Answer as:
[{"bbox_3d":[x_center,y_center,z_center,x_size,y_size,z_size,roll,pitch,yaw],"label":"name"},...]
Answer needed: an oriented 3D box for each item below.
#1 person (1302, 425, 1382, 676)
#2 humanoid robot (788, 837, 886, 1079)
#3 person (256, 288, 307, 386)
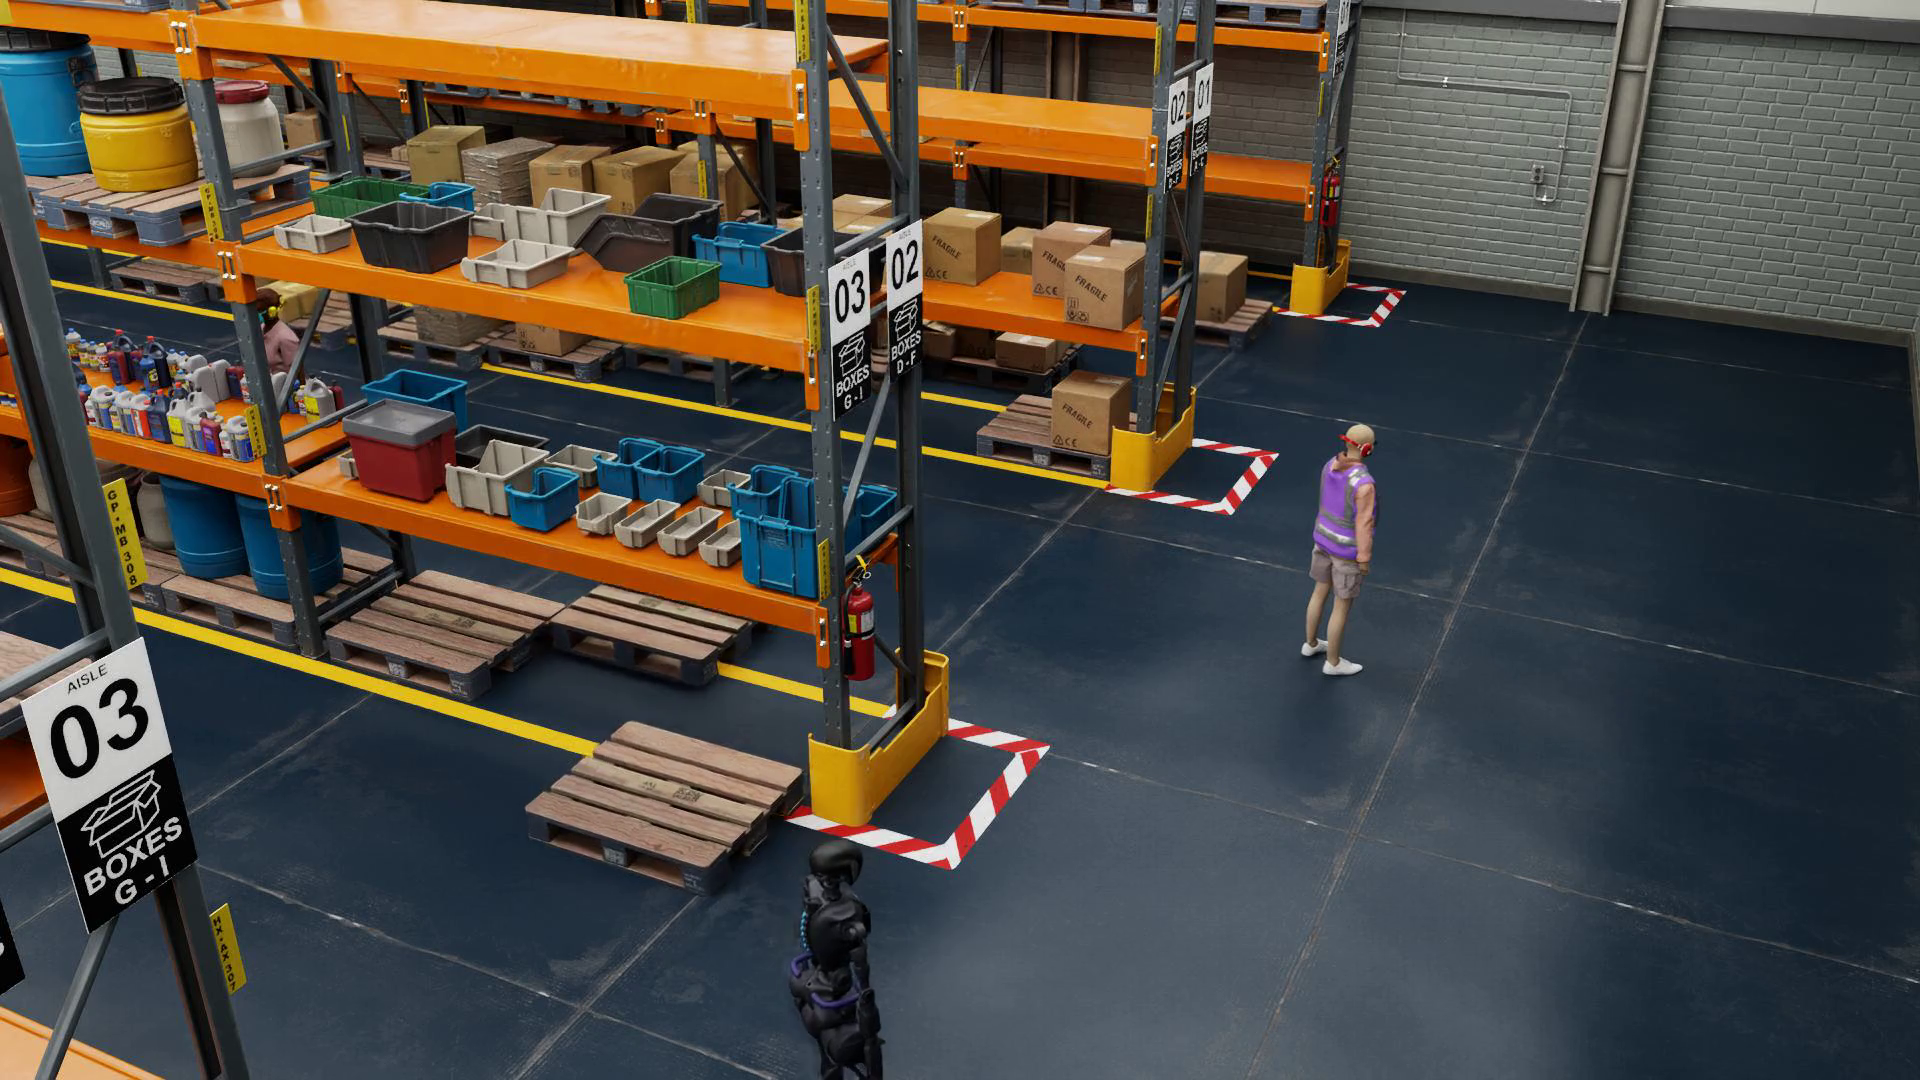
[{"bbox_3d":[2.434,0.059,10.585,0.350,1.688,0.488,-11,28,-21],"label":"person"},{"bbox_3d":[-0.519,1.911,6.842,0.364,1.654,0.585,-16,30,-29],"label":"humanoid robot"},{"bbox_3d":[-5.156,-1.060,12.722,0.542,1.800,0.328,22,34,37],"label":"person"}]
